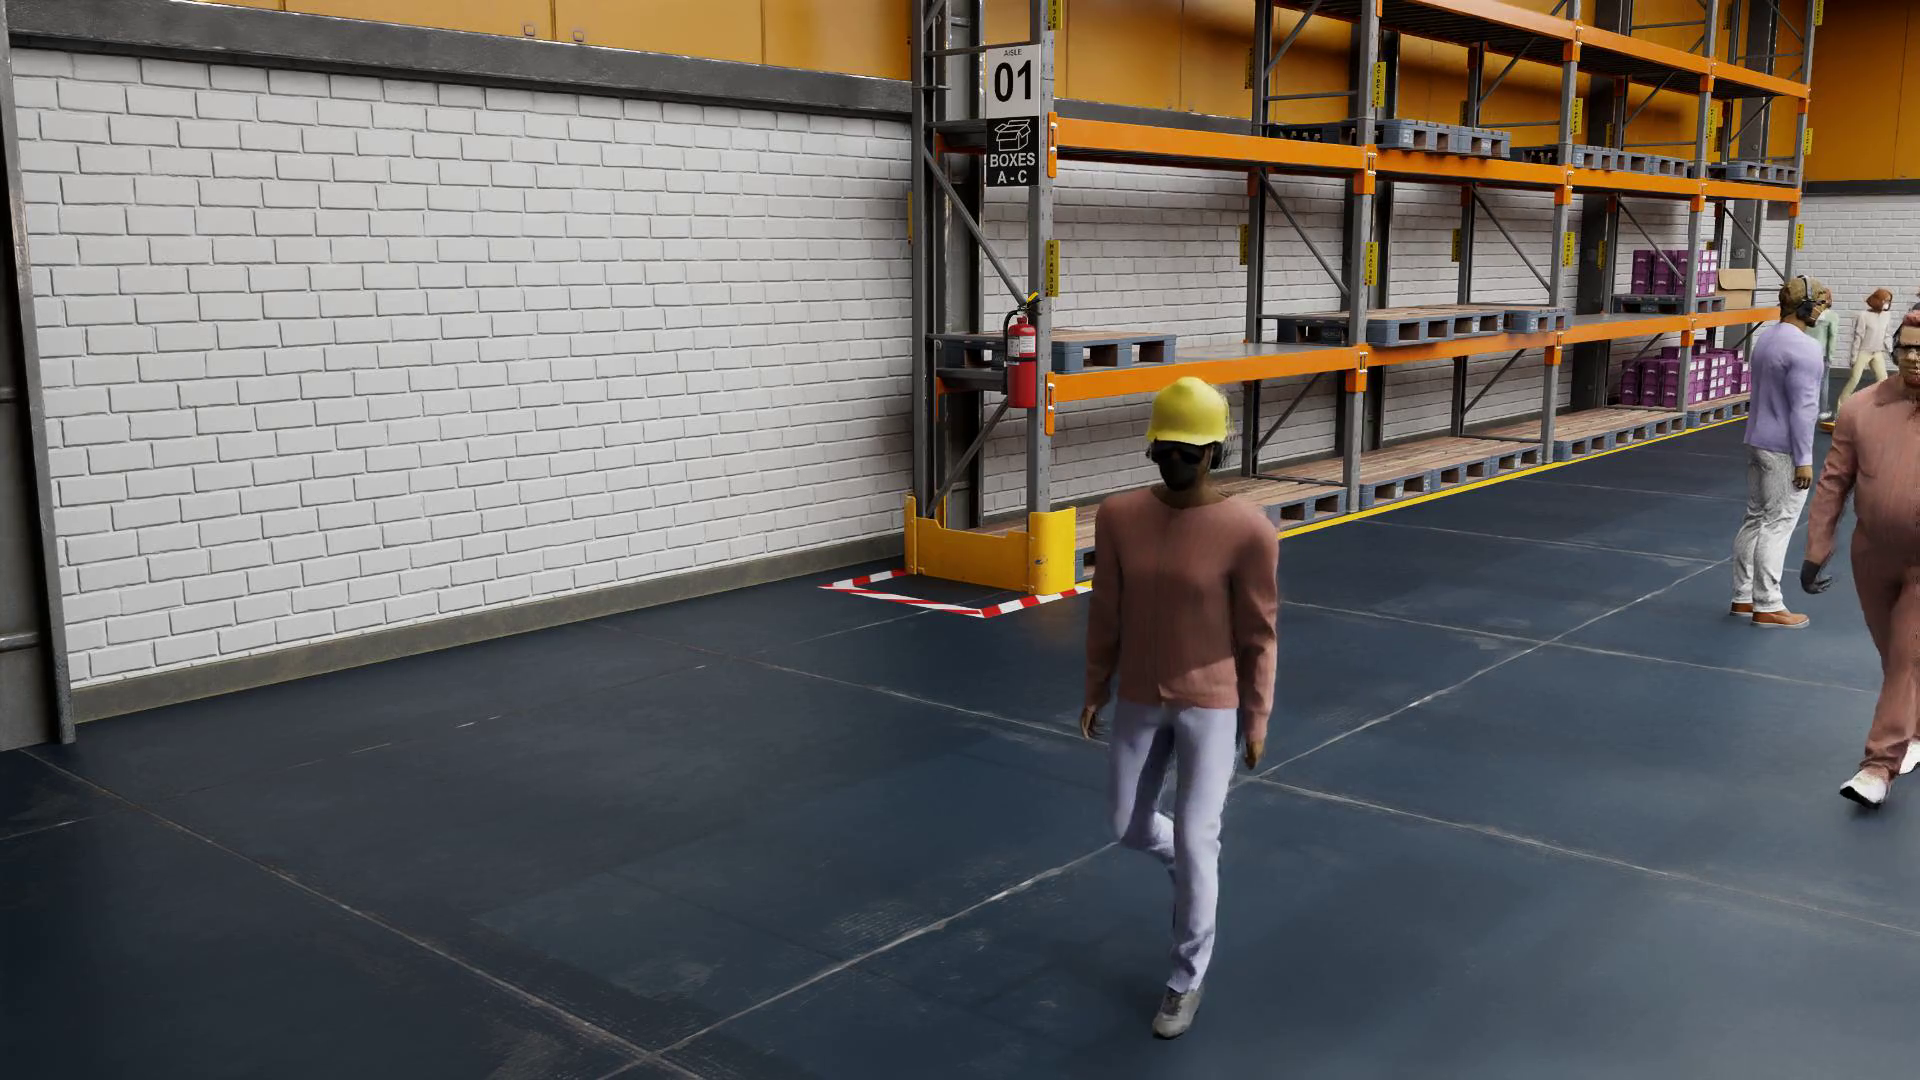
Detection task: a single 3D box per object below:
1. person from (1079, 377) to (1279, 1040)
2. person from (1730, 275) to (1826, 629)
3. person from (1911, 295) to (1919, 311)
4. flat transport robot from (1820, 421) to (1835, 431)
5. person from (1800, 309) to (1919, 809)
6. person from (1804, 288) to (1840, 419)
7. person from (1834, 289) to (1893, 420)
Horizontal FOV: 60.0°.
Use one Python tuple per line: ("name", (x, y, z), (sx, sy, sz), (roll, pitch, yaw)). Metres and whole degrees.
("person", (0.628, 0.418, 4.528), (0.537, 1.746, 0.576), (6, 12, 31))
("person", (4.510, -0.479, 9.143), (0.368, 1.932, 0.622), (1, 10, 7))
("person", (13.170, -2.689, 22.687), (0.888, 1.580, 0.497), (0, 10, -1))
("flat transport robot", (10.428, -1.290, 18.463), (1.431, 0.197, 0.652), (-1, 10, -4))
("person", (3.568, 0.055, 6.304), (1.008, 1.848, 0.671), (-8, 13, -39))
("person", (10.303, -2.225, 20.011), (0.515, 1.597, 0.825), (10, 14, 43))
("person", (10.819, -2.196, 19.839), (0.525, 1.594, 0.500), (-3, 10, -18))
